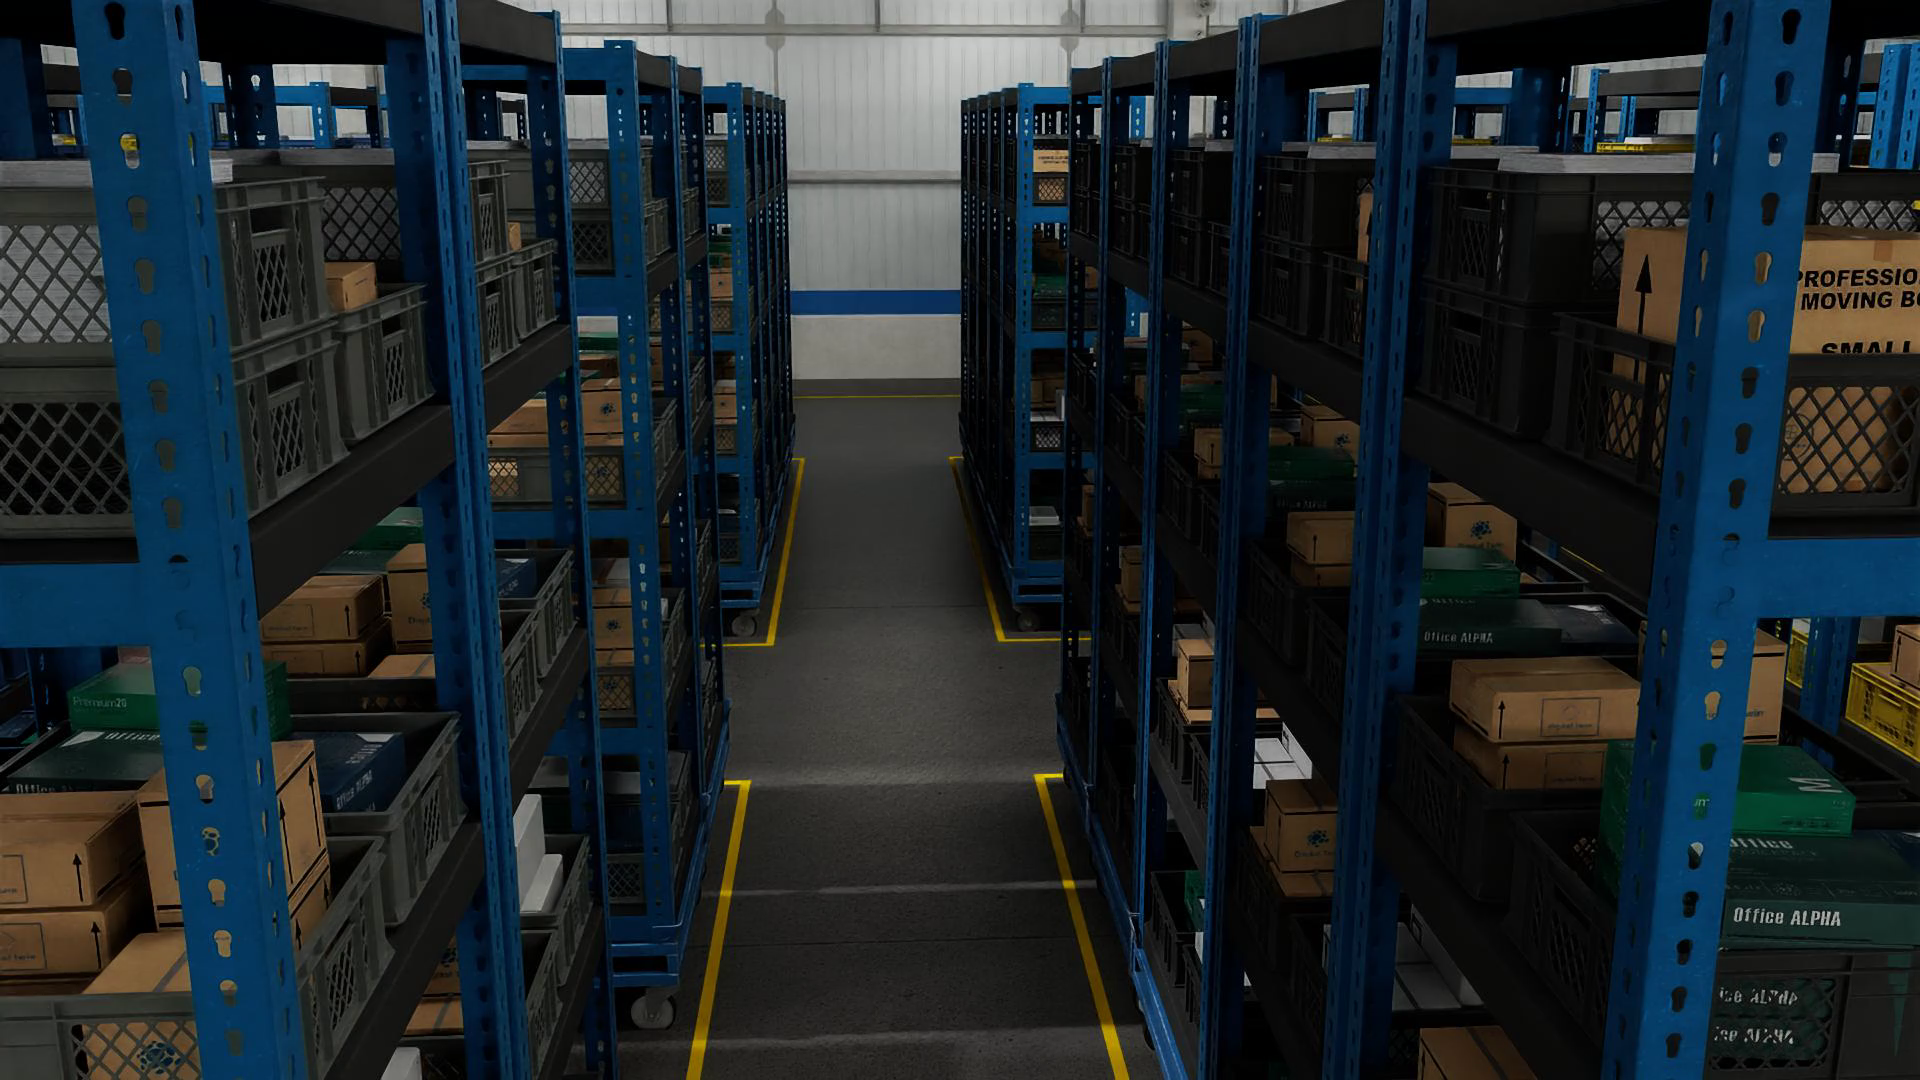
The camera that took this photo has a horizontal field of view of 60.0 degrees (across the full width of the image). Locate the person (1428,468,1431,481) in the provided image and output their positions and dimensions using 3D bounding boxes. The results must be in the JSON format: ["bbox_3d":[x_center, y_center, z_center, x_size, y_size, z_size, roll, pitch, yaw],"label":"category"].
[{"bbox_3d":[4.019,-0.922,13.476,0.585,1.954,0.835,-6,15,-24],"label":"person"}]
